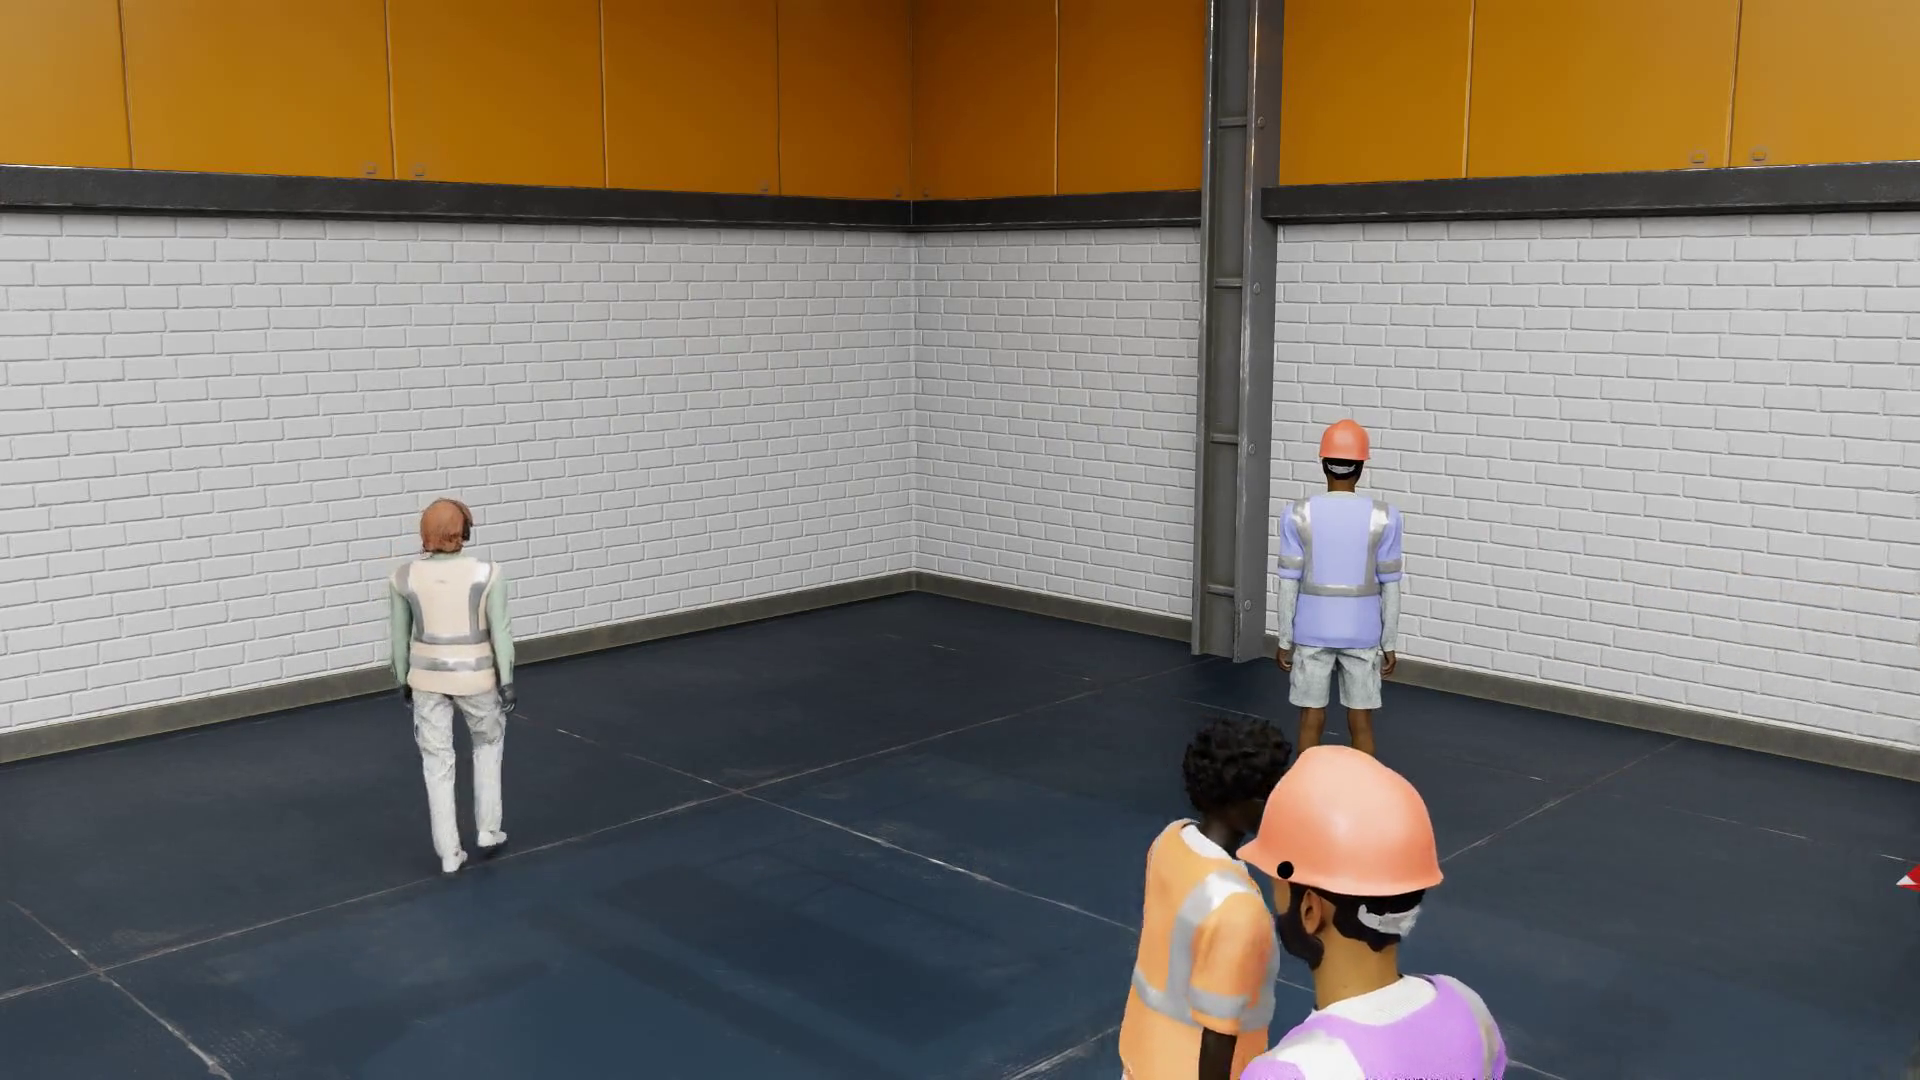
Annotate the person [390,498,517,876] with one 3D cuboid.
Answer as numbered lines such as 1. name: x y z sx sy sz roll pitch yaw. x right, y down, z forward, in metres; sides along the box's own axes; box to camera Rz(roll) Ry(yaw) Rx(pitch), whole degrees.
1. person: -2.198 0.618 7.280 0.546 1.615 0.588 -1 9 -5

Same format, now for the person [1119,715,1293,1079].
1. person: 0.423 1.189 3.682 0.558 1.666 0.556 -1 9 -9

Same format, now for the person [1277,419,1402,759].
1. person: 1.707 0.422 7.539 0.549 1.936 0.377 2 9 12

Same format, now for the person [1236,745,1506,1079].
1. person: 0.544 1.254 2.456 0.542 1.935 0.377 -9 13 -44

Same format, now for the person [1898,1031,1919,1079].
1. person: 2.478 1.091 3.924 0.525 1.795 1.010 -5 11 -29
